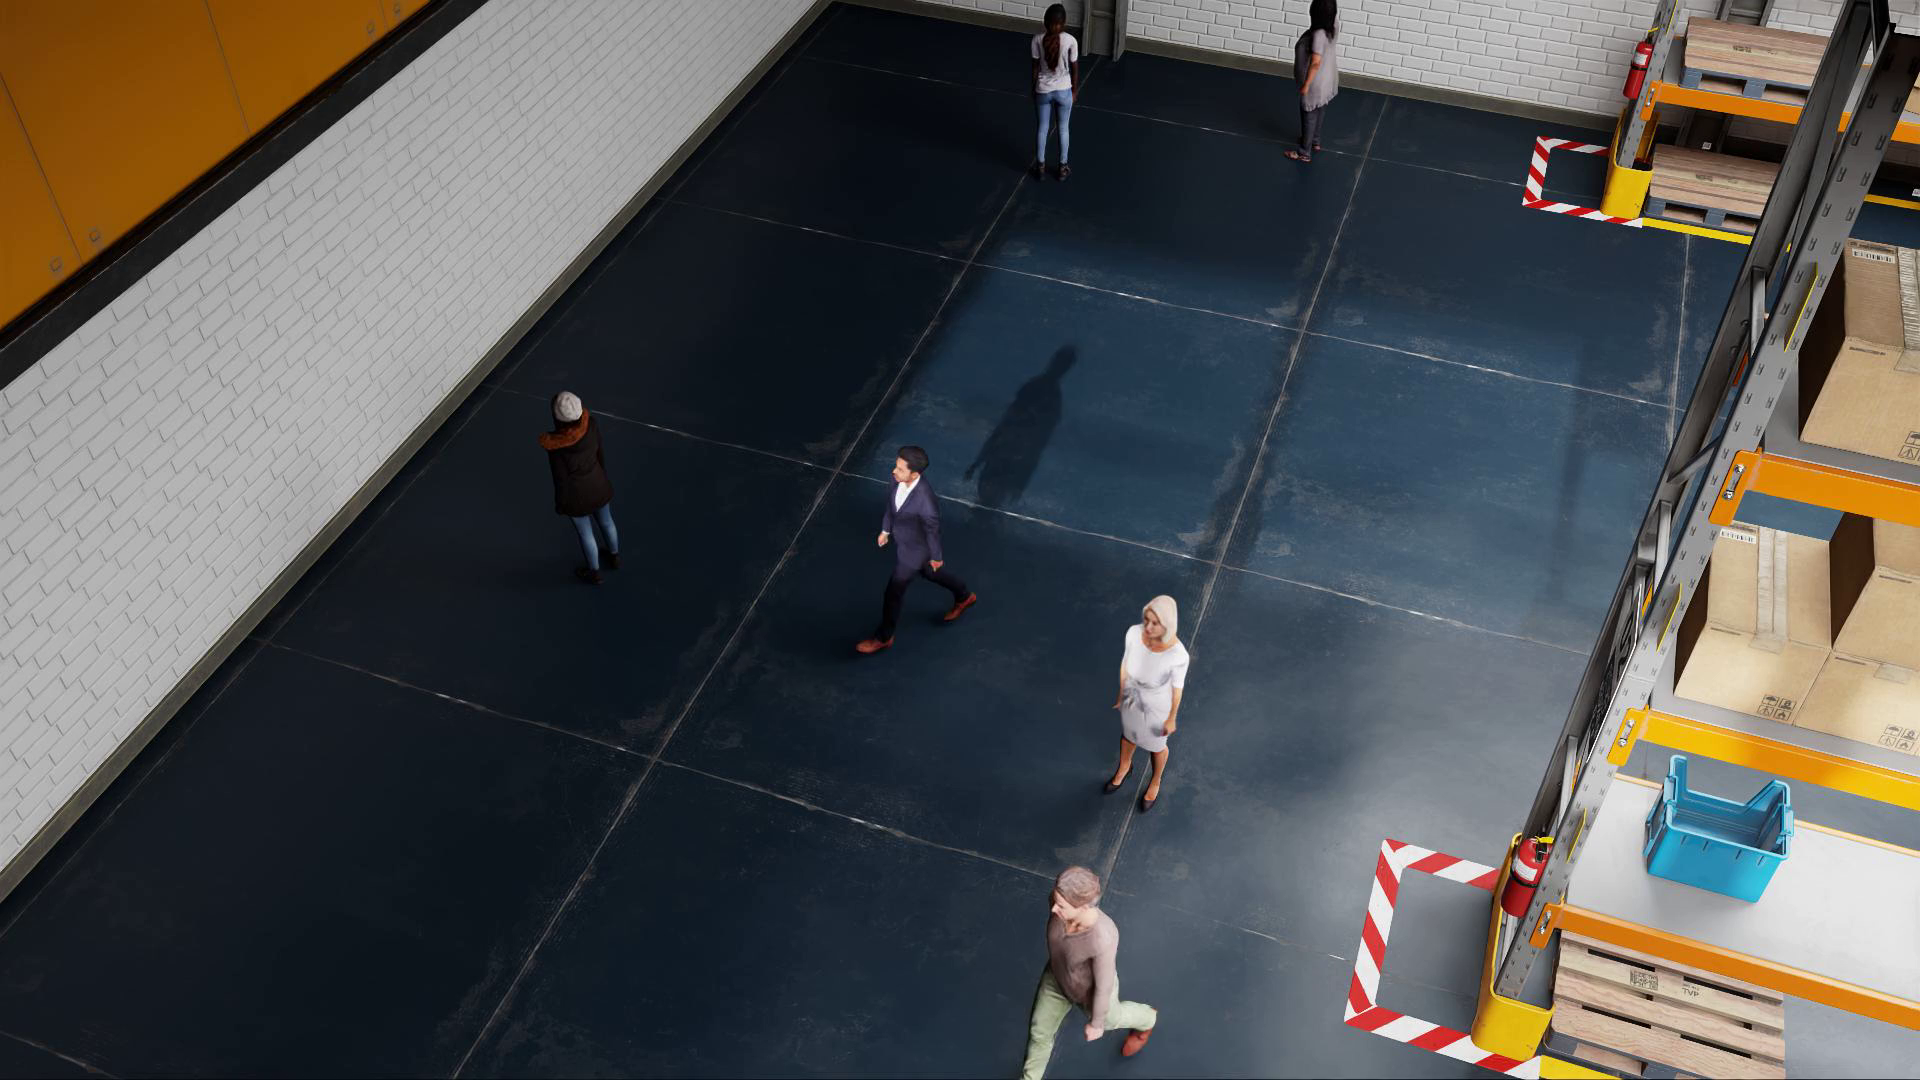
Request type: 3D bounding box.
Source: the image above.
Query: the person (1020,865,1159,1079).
[{"bbox_3d":[0.701,2.229,8.537,1.213,1.842,1.315,-29,50,-27],"label":"person"}]

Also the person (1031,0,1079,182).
[{"bbox_3d":[0.860,-4.112,15.282,0.538,1.719,0.692,5,44,5],"label":"person"}]

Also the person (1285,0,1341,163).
[{"bbox_3d":[3.351,-4.354,15.616,0.718,1.610,0.689,23,48,23],"label":"person"}]

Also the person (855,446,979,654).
[{"bbox_3d":[-0.218,0.010,10.978,1.200,1.688,1.135,-18,47,-18],"label":"person"}]

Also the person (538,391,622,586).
[{"bbox_3d":[-2.584,-0.365,11.412,0.713,1.633,0.708,30,51,28],"label":"person"}]

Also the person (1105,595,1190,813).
[{"bbox_3d":[1.128,0.957,9.939,0.535,1.751,0.680,27,50,25],"label":"person"}]
